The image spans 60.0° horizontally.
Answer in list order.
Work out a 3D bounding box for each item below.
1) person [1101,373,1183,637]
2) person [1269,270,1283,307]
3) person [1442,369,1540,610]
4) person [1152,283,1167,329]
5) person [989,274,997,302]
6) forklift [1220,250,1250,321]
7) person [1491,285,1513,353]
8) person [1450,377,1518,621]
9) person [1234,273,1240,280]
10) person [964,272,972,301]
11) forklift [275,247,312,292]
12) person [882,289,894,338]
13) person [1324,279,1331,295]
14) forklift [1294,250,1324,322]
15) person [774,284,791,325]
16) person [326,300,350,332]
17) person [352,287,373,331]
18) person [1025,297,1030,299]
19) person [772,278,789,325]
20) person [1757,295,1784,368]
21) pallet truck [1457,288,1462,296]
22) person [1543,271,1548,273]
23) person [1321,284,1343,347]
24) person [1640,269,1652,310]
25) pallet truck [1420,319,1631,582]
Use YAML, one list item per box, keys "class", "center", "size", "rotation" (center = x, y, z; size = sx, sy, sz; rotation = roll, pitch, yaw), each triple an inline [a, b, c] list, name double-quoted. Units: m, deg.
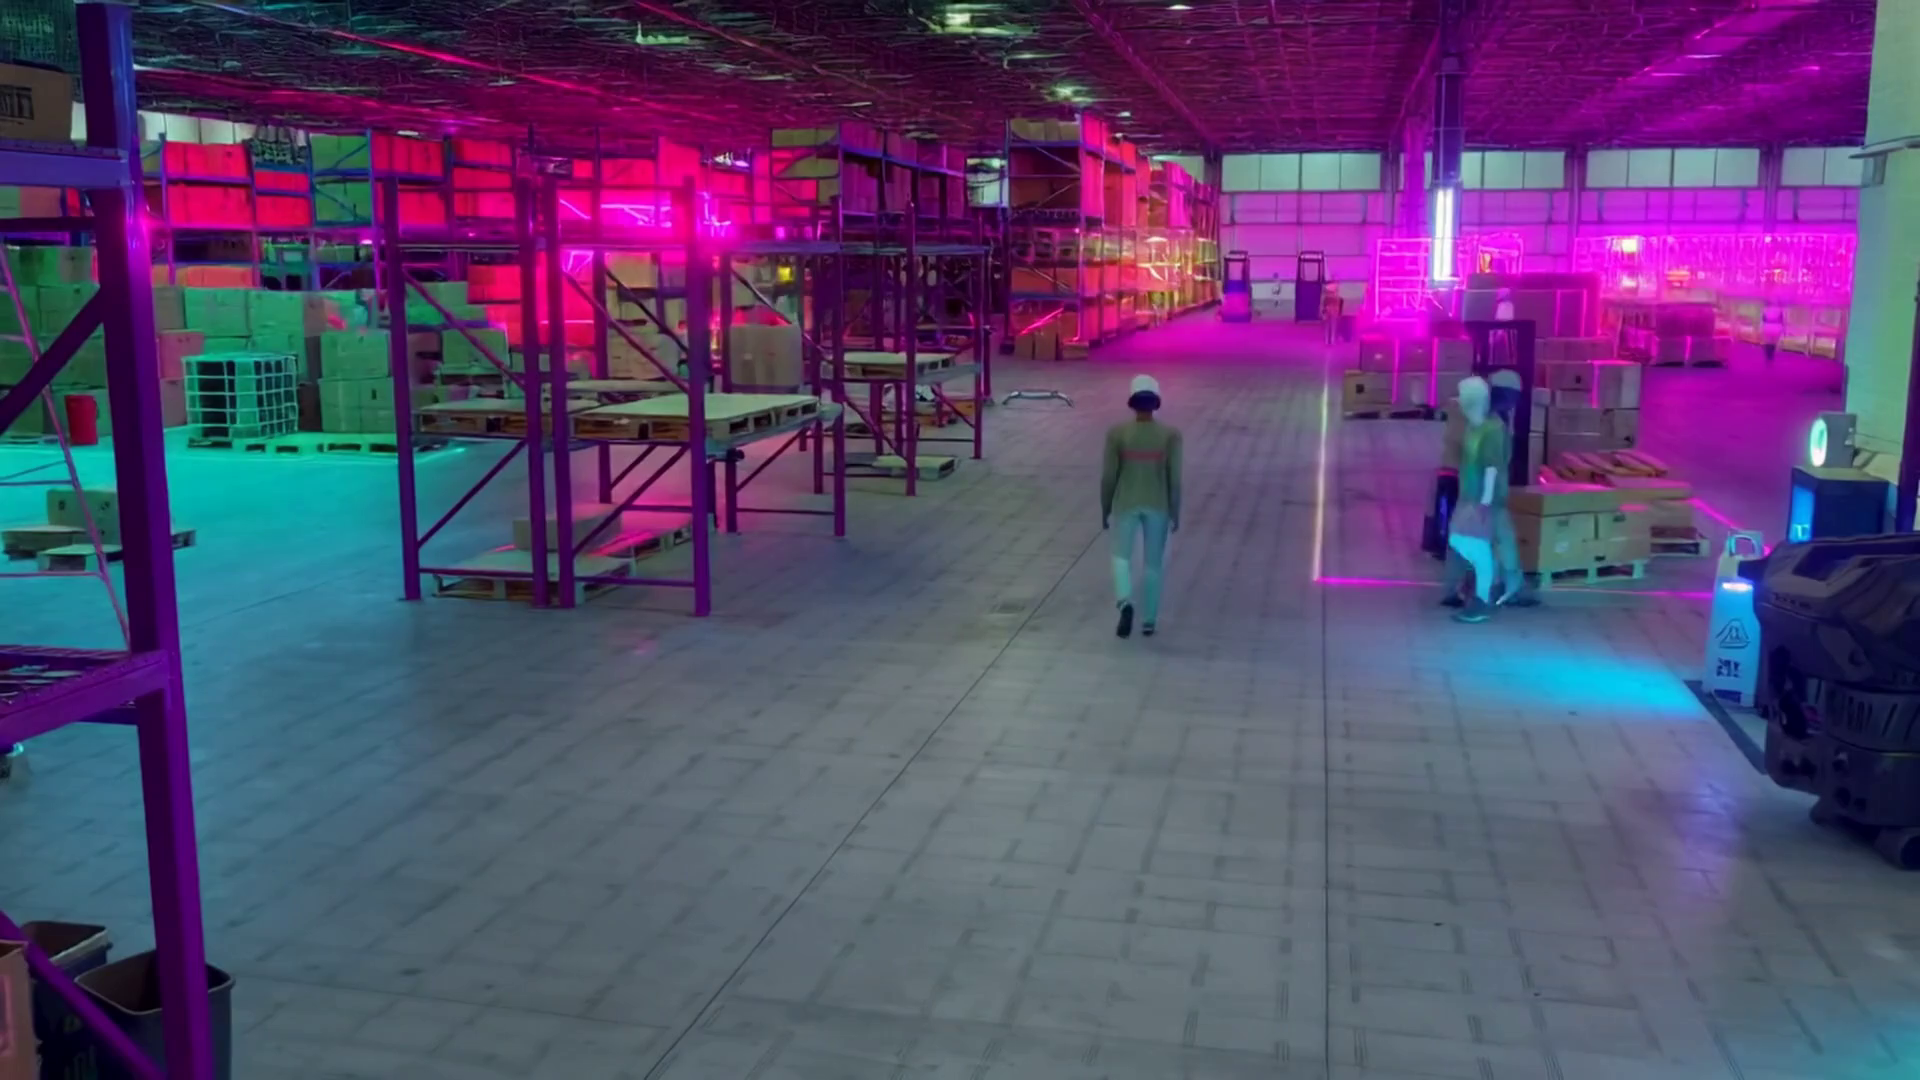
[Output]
- class: "person"
  center: [1.179, -0.205, 10.794]
  size: [0.530, 1.746, 0.647]
  rotation: [1, 10, 4]
- class: "person"
  center: [16.351, -13.026, 86.238]
  size: [0.627, 1.901, 0.964]
  rotation: [-3, 10, -18]
- class: "person"
  center: [3.757, -0.332, 11.631]
  size: [0.751, 1.703, 0.582]
  rotation: [7, 12, 37]
- class: "person"
  center: [6.952, -8.251, 58.704]
  size: [0.872, 1.634, 0.582]
  rotation: [7, 12, 34]
- class: "person"
  center: [1.756, -13.944, 91.693]
  size: [0.669, 1.887, 0.521]
  rotation: [2, 10, 13]
- class: "forklift"
  center: [10.953, -10.101, 66.020]
  size: [1.129, 2.768, 1.873]
  rotation: [2, 10, 12]
- class: "person"
  center: [11.528, -4.465, 35.473]
  size: [0.407, 1.918, 0.555]
  rotation: [0, 10, -1]
- class: "person"
  center: [3.616, -0.283, 11.419]
  size: [0.458, 1.673, 0.550]
  rotation: [-2, 10, -10]
- class: "person"
  center: [15.163, -13.760, 91.190]
  size: [0.507, 1.693, 0.907]
  rotation: [-9, 13, -43]
- class: "person"
  center: [0.446, -11.477, 76.958]
  size: [0.548, 1.938, 0.358]
  rotation: [1, 10, 7]
- class: "forklift"
  center: [-19.500, -7.190, 48.784]
  size: [1.129, 2.768, 1.873]
  rotation: [2, 10, 12]
- class: "person"
  center: [-1.821, -5.819, 44.160]
  size: [0.535, 1.699, 0.318]
  rotation: [3, 10, 16]
- class: "person"
  center: [15.642, -10.287, 70.811]
  size: [0.507, 1.631, 0.268]
  rotation: [-2, 10, -11]
- class: "forklift"
  center: [13.778, -10.002, 65.433]
  size: [1.129, 2.768, 1.873]
  rotation: [2, 10, 12]
- class: "person"
  center: [-3.918, -4.502, 35.640]
  size: [0.780, 1.938, 0.630]
  rotation: [-1, 10, -5]
- class: "person"
  center: [-9.685, -2.803, 25.863]
  size: [0.340, 1.845, 0.512]
  rotation: [3, 10, 18]
- class: "person"
  center: [-11.998, -4.103, 33.350]
  size: [0.671, 1.920, 0.550]
  rotation: [2, 10, 13]
- class: "person"
  center: [2.511, -8.262, 57.916]
  size: [0.638, 1.937, 0.356]
  rotation: [-9, 13, -43]
- class: "person"
  center: [-5.811, -7.570, 54.020]
  size: [0.630, 1.877, 0.897]
  rotation: [6, 11, 30]
- class: "person"
  center: [18.612, -4.787, 38.179]
  size: [0.532, 1.654, 0.852]
  rotation: [2, 10, 11]
- class: "pallet truck"
  center: [20.506, -9.785, 68.819]
  size: [0.653, 1.274, 1.630]
  rotation: [2, 10, 12]
- class: "person"
  center: [28.177, -11.998, 80.133]
  size: [0.643, 1.909, 0.410]
  rotation: [7, 12, 34]
- class: "person"
  center: [10.590, -6.408, 47.395]
  size: [0.606, 1.798, 0.916]
  rotation: [3, 10, 15]
- class: "person"
  center: [33.701, -12.317, 81.846]
  size: [0.724, 1.969, 0.642]
  rotation: [-1, 10, -6]
- class: "pallet truck"
  center: [4.543, -0.757, 13.299]
  size: [0.823, 1.965, 1.885]
  rotation: [-4, 10, -22]
